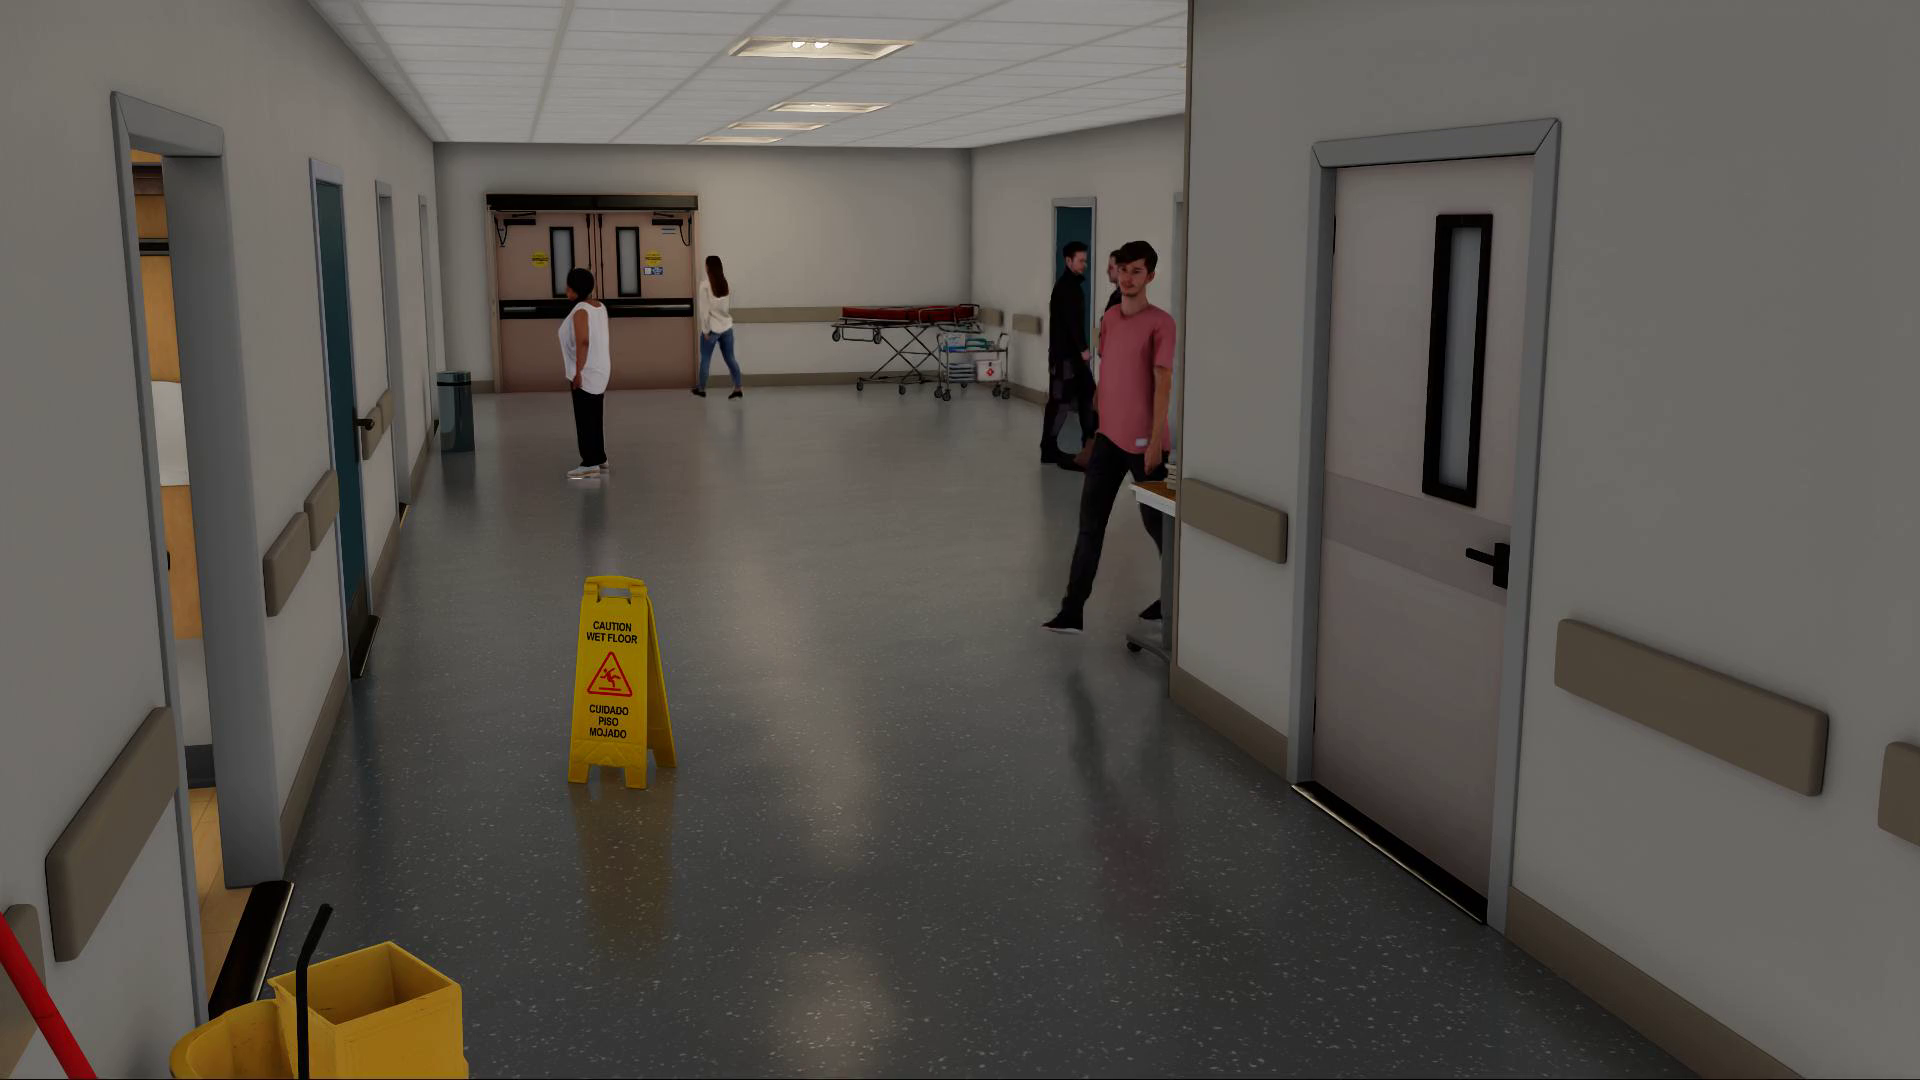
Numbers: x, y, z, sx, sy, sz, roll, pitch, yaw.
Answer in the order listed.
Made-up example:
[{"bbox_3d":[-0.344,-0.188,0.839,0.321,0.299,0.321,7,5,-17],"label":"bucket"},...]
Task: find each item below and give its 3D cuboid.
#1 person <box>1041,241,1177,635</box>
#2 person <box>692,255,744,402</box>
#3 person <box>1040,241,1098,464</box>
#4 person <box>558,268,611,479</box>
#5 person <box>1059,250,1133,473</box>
[{"bbox_3d":[0.925,-0.457,8.183,1.115,1.899,1.255,-10,14,-42],"label":"person"},{"bbox_3d":[-2.687,-2.350,18.849,0.945,1.643,1.209,-9,14,-41],"label":"person"},{"bbox_3d":[0.840,-1.560,14.060,1.008,1.876,0.983,2,11,12],"label":"person"},{"bbox_3d":[-3.055,-1.363,13.527,0.810,1.687,0.687,2,11,9],"label":"person"},{"bbox_3d":[1.381,-1.376,13.289,0.973,1.801,1.138,1,11,3],"label":"person"}]
